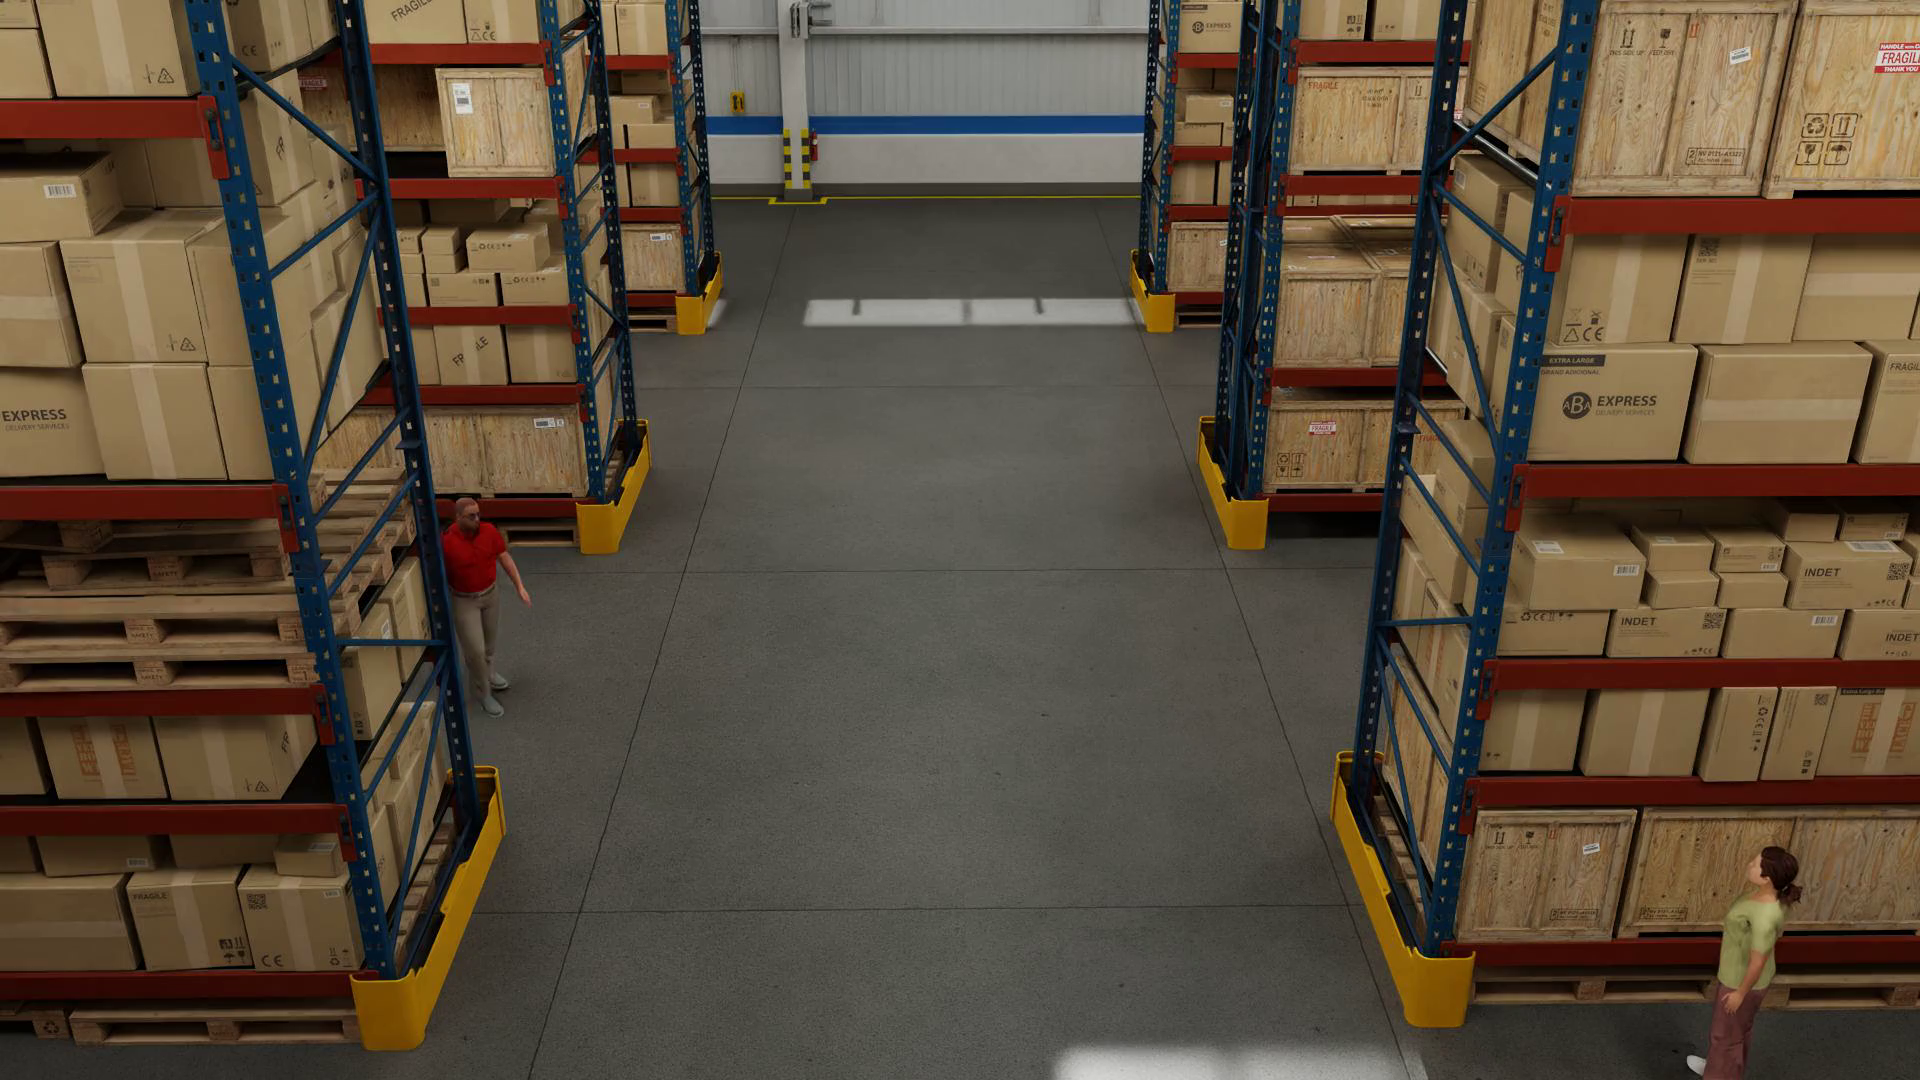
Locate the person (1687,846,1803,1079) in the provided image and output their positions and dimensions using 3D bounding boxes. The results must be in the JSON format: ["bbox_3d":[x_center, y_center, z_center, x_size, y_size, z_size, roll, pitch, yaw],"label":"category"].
[{"bbox_3d":[4.210,2.352,8.955,0.376,1.671,0.437,17,30,32],"label":"person"}]

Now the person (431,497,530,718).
[{"bbox_3d":[-3.742,0.472,12.878,0.625,1.735,0.669,20,32,37],"label":"person"}]
